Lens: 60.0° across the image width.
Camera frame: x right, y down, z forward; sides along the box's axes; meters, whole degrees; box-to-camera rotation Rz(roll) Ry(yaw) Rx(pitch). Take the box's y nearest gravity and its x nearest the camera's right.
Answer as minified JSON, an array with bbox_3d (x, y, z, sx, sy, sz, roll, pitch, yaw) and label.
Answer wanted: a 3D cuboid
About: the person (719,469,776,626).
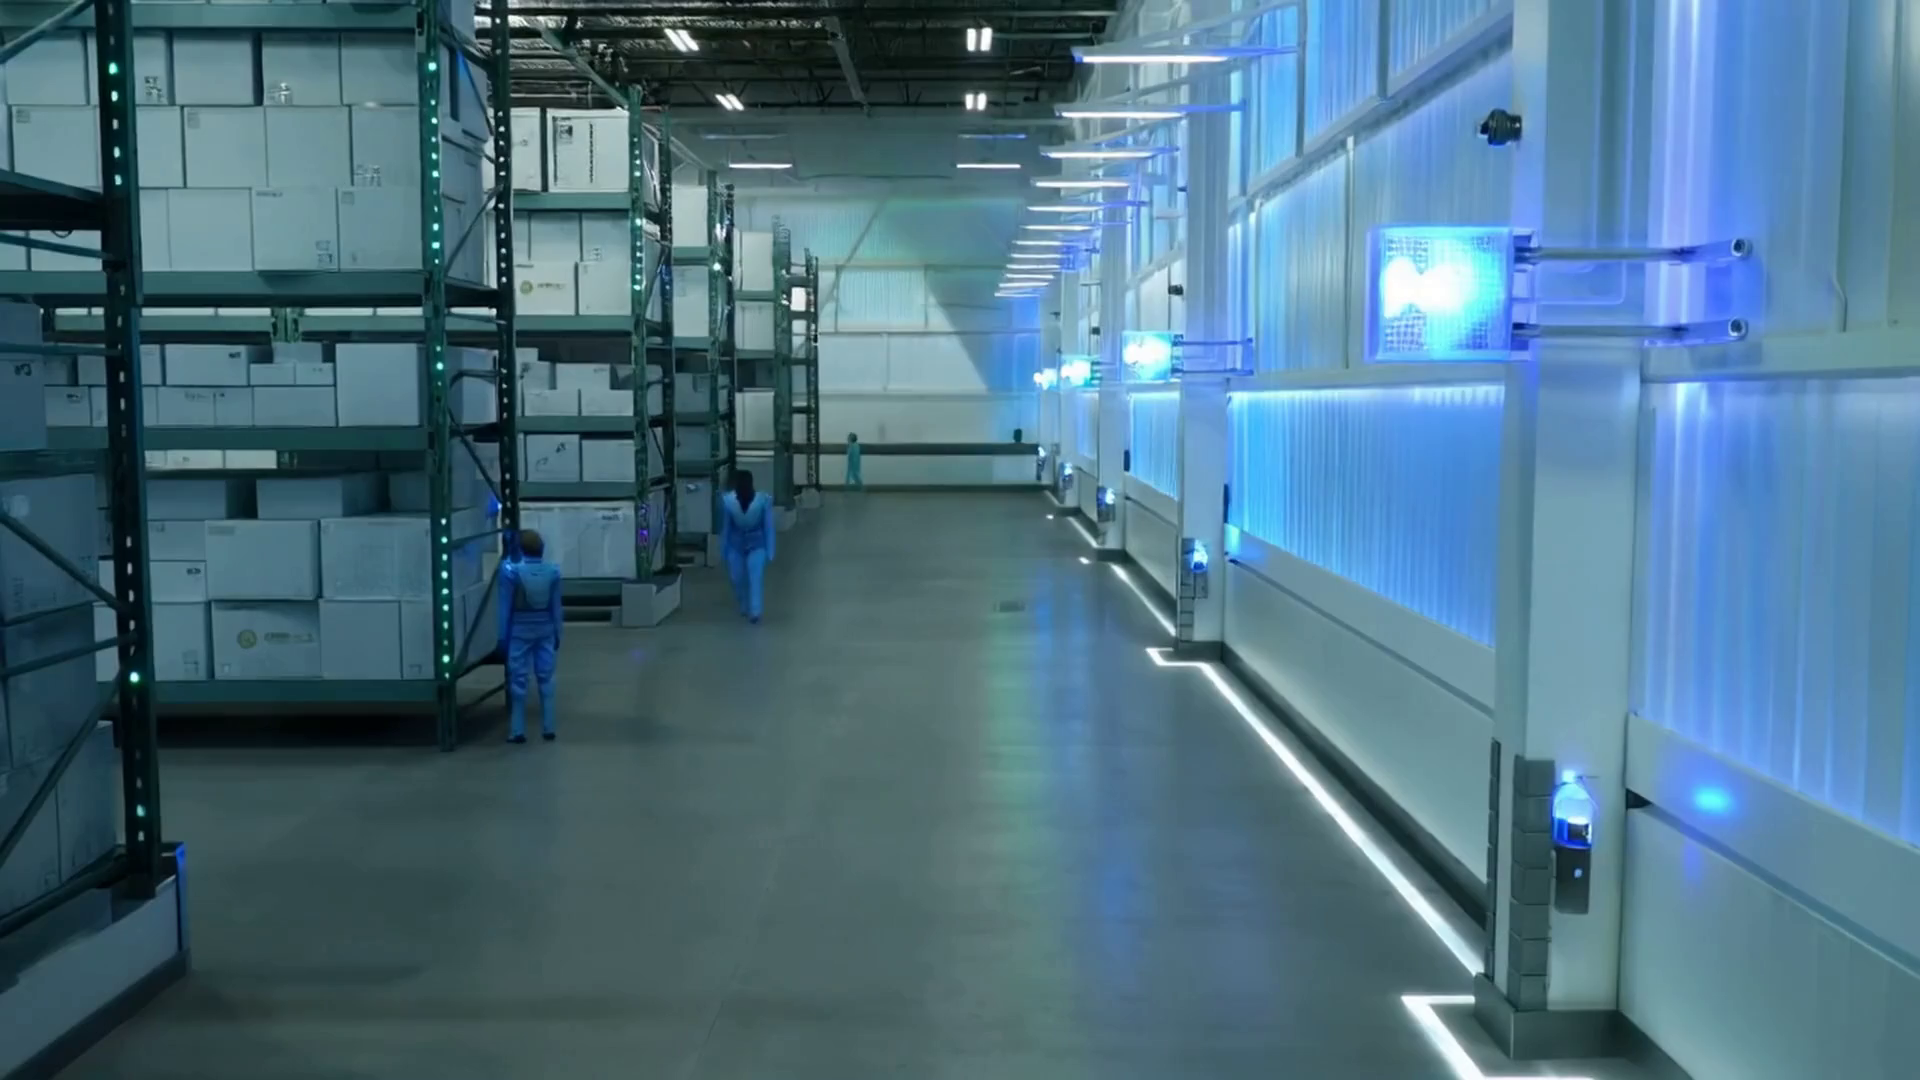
[{"bbox_3d":[-2.446,0.074,19.248,0.664,1.813,0.679,0,5,3],"label":"person"}]

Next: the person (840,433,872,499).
[{"bbox_3d":[-2.666,-1.890,42.629,0.733,1.727,0.563,2,5,25],"label":"person"}]

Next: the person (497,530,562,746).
[{"bbox_3d":[-3.237,0.735,12.552,0.521,1.631,0.315,-5,7,-43],"label":"person"}]
